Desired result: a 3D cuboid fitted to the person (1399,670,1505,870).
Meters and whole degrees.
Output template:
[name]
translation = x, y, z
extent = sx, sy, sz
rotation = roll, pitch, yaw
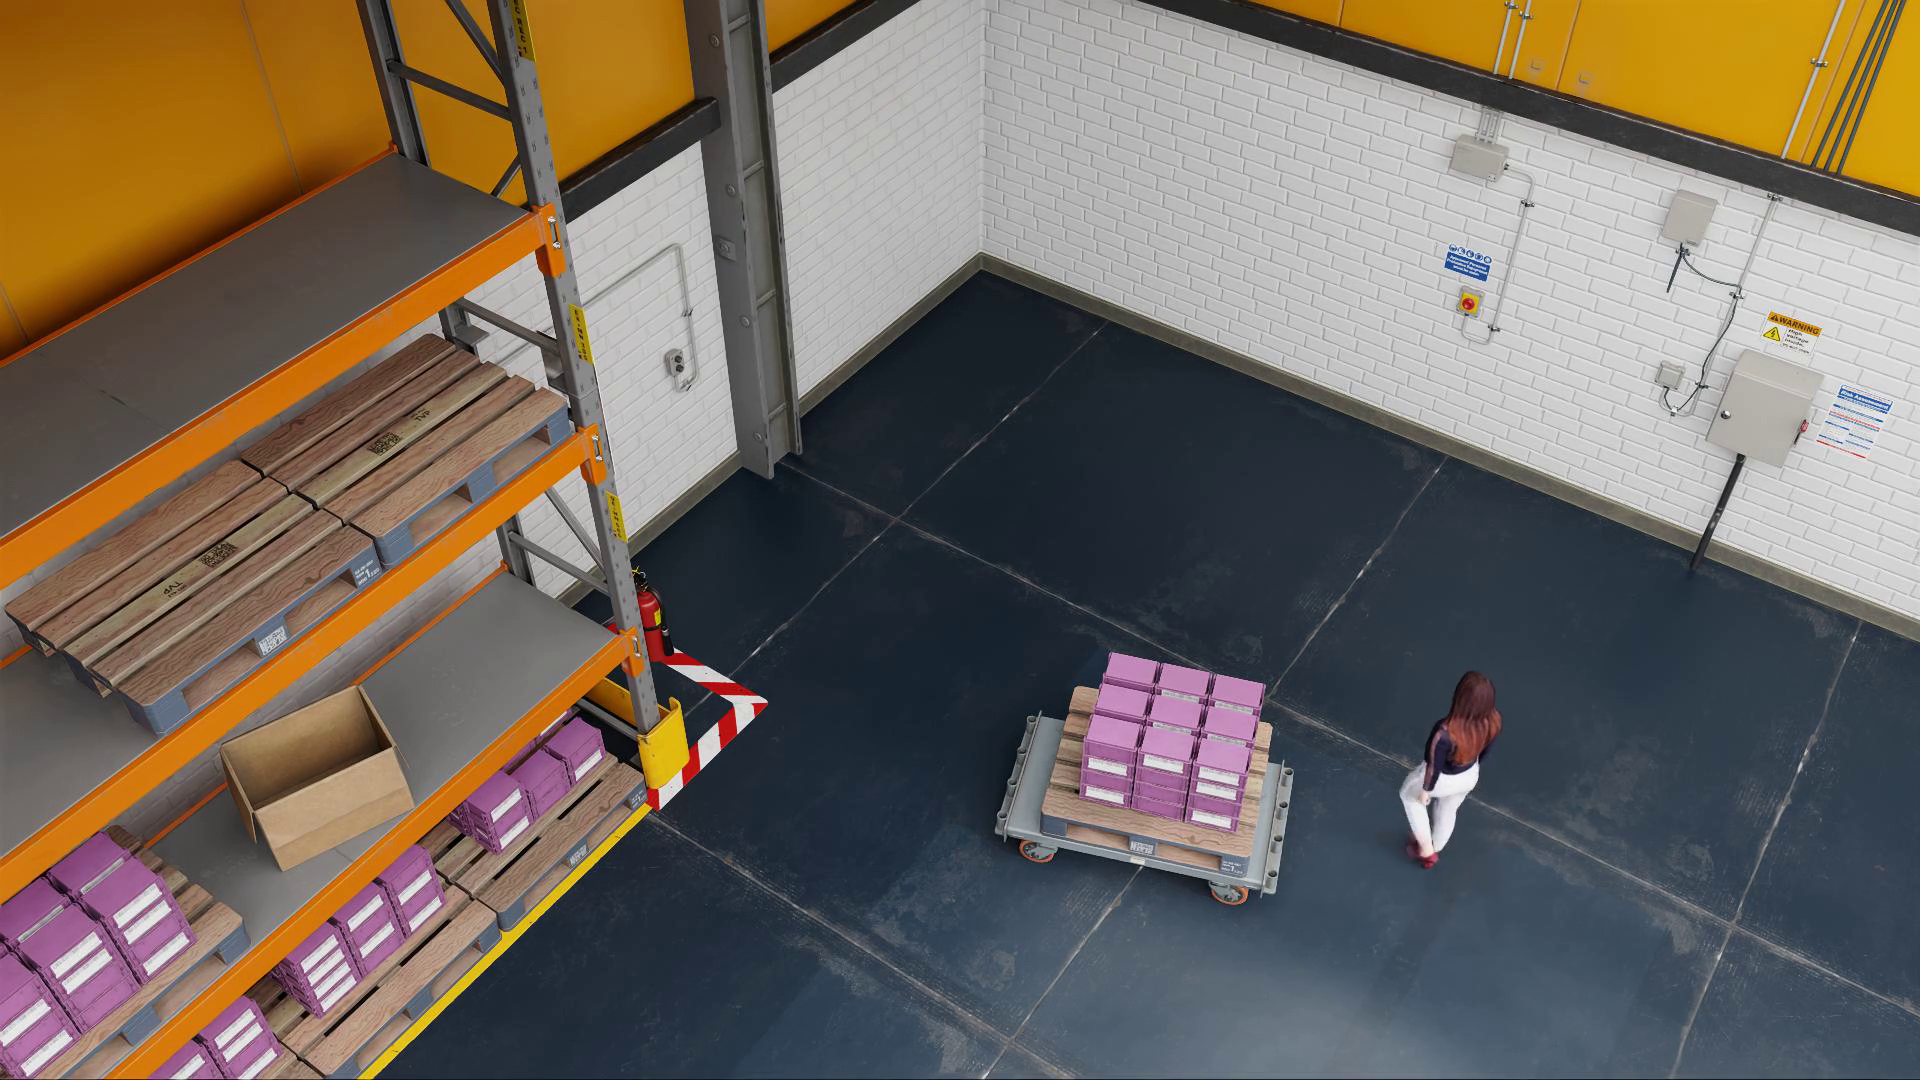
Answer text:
[person]
translation = 2.767, 1.363, 9.323
extent = 0.698, 1.600, 0.778
rotation = -14, 45, -15
